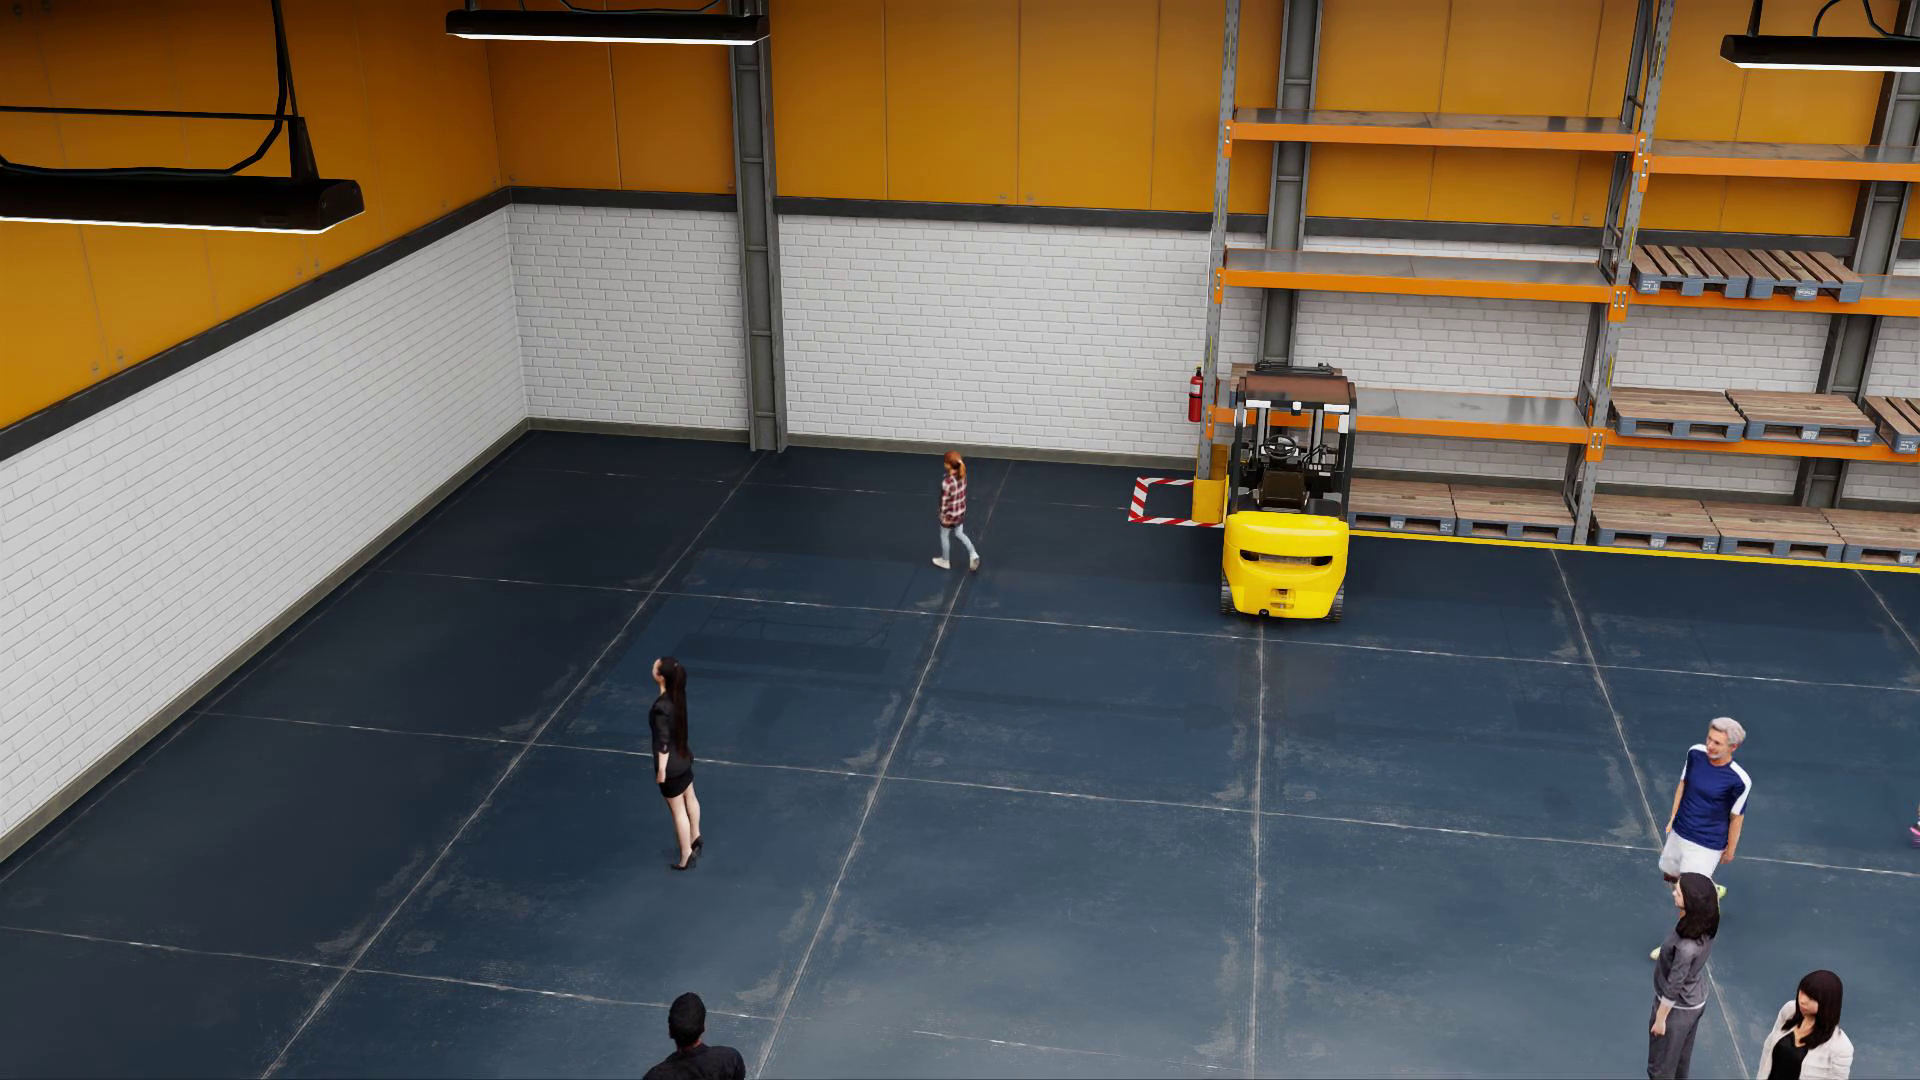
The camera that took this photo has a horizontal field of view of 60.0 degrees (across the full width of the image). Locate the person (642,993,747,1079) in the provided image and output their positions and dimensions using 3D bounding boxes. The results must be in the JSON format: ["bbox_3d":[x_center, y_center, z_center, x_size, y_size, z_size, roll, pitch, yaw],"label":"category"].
[{"bbox_3d":[-1.306,3.117,8.409,0.843,1.796,0.918,-9,25,-20],"label":"person"}]

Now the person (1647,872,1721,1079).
[{"bbox_3d":[4.113,2.663,9.496,0.680,1.757,0.668,19,30,37],"label":"person"}]

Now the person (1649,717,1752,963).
[{"bbox_3d":[4.975,1.943,11.064,1.091,1.820,0.967,-11,26,-24],"label":"person"}]

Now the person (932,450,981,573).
[{"bbox_3d":[-0.026,-0.279,16.806,0.894,1.294,0.773,20,30,37],"label":"person"}]

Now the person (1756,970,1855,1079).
[{"bbox_3d":[4.488,2.986,8.908,0.731,1.636,0.712,-10,26,-22],"label":"person"}]

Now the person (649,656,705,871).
[{"bbox_3d":[-2.049,1.601,12.002,0.529,1.696,0.603,5,24,12],"label":"person"}]
